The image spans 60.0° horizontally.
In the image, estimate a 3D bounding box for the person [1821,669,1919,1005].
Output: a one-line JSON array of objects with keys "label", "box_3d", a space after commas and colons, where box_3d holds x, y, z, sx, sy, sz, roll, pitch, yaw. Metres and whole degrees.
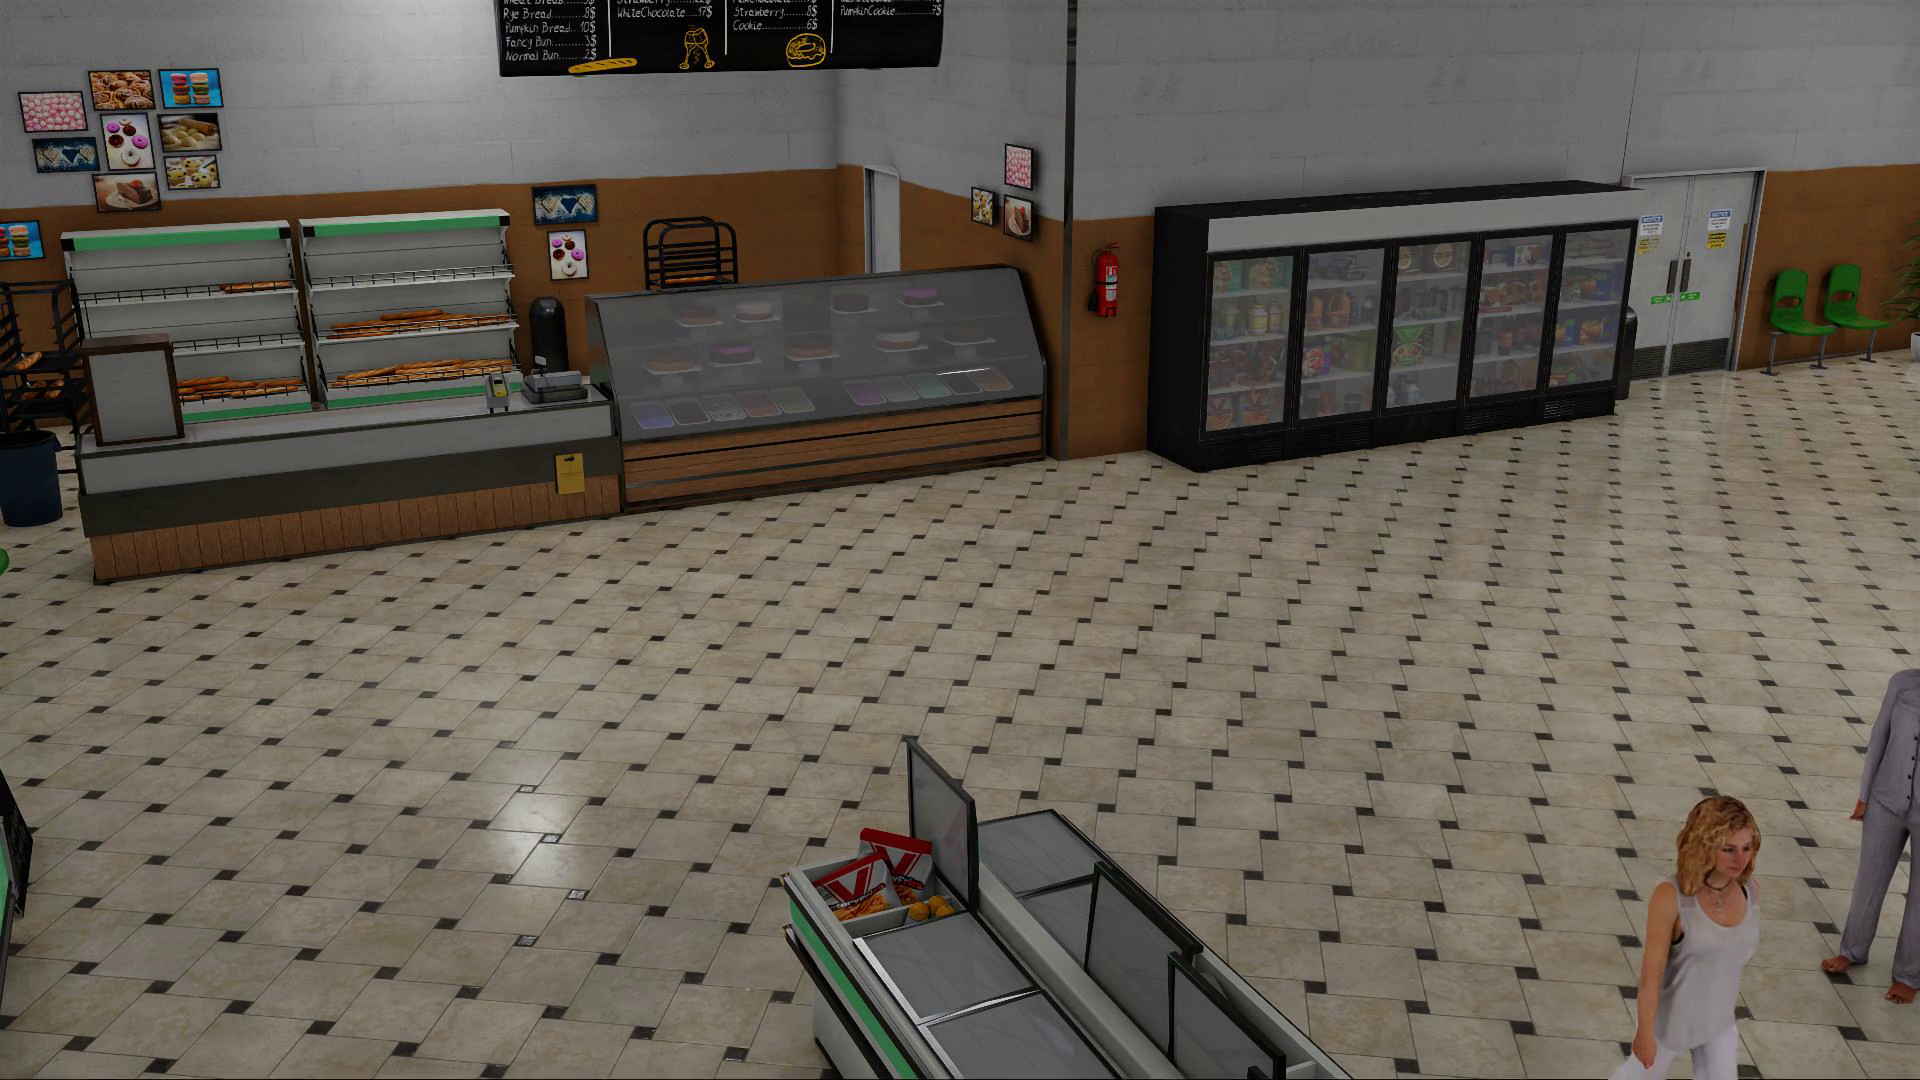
[{"label": "person", "box_3d": [4.173, 1.150, 7.247, 0.739, 1.736, 0.561, -14, 23, -36]}]

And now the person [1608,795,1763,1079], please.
[{"label": "person", "box_3d": [2.549, 1.647, 5.948, 0.793, 1.624, 1.162, -4, 19, -10]}]
